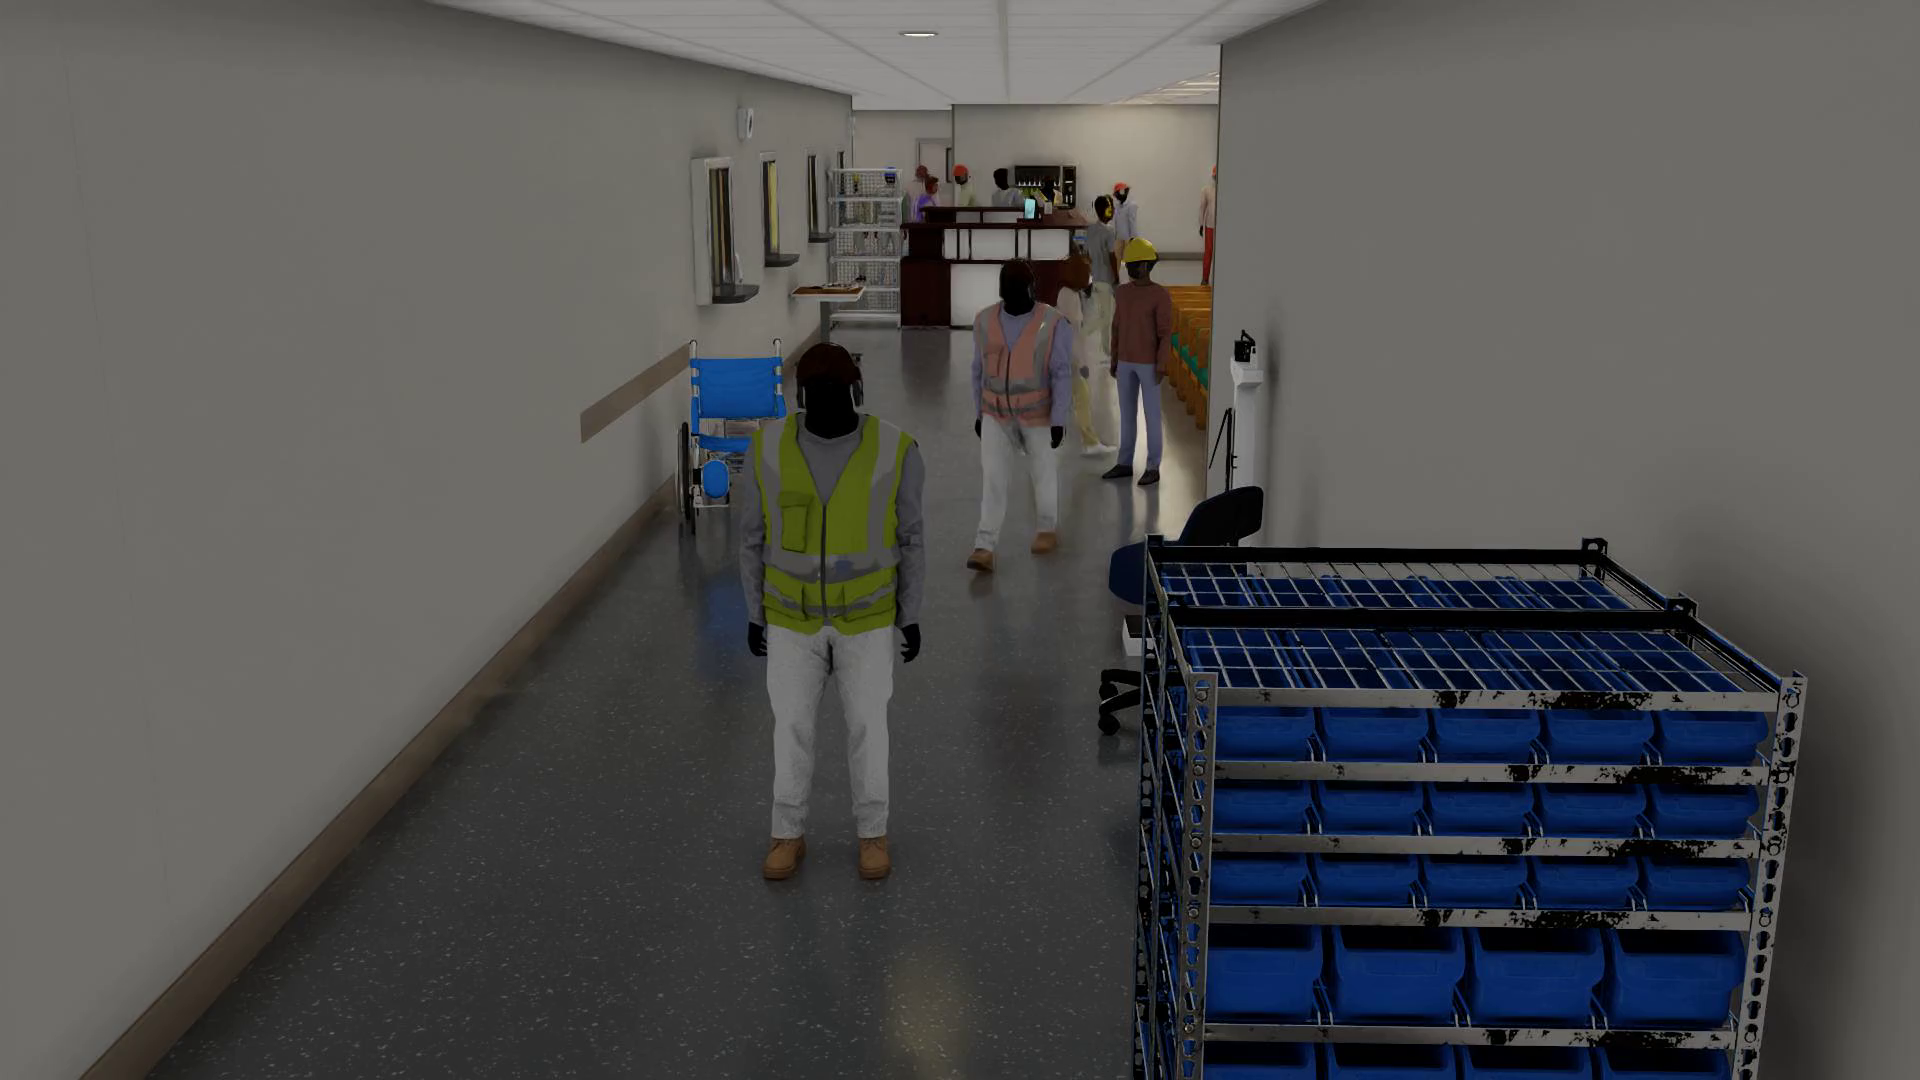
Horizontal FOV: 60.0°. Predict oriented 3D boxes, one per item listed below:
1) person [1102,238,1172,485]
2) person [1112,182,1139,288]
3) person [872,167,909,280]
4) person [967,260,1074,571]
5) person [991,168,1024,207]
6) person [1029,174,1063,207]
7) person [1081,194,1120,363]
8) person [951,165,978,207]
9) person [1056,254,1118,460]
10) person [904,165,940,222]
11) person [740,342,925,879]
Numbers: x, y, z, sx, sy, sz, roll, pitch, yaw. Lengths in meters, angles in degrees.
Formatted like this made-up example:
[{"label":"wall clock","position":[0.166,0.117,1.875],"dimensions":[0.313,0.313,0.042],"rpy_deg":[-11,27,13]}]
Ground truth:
[{"label":"person","position":[1.286,-1.284,12.010],"dimensions":[0.312,1.768,0.522],"rpy_deg":[-13,19,-43]},{"label":"person","position":[2.607,-4.897,26.798],"dimensions":[0.494,1.710,0.572],"rpy_deg":[-6,15,-24]},{"label":"person","position":[-1.134,-5.103,27.161],"dimensions":[0.601,1.938,0.418],"rpy_deg":[1,14,6]},{"label":"person","position":[0.341,-0.731,9.726],"dimensions":[0.649,1.786,1.005],"rpy_deg":[5,15,20]},{"label":"person","position":[0.787,-5.087,27.137],"dimensions":[0.718,1.917,0.393],"rpy_deg":[13,19,43]},{"label":"person","position":[1.408,-4.965,26.812],"dimensions":[0.627,1.837,0.430],"rpy_deg":[-7,15,-26]},{"label":"person","position":[1.498,-2.815,18.067],"dimensions":[0.770,1.847,0.523],"rpy_deg":[-6,15,-23]},{"label":"person","position":[0.035,-5.198,27.488],"dimensions":[0.777,1.953,0.634],"rpy_deg":[-1,14,-2]},{"label":"person","position":[0.878,-1.382,12.754],"dimensions":[0.792,1.587,0.509],"rpy_deg":[1,14,4]},{"label":"person","position":[-0.670,-5.775,29.933],"dimensions":[0.651,1.911,0.410],"rpy_deg":[3,14,11]},{"label":"person","position":[-0.430,0.251,5.621],"dimensions":[0.624,1.845,0.430],"rpy_deg":[1,14,2]}]
